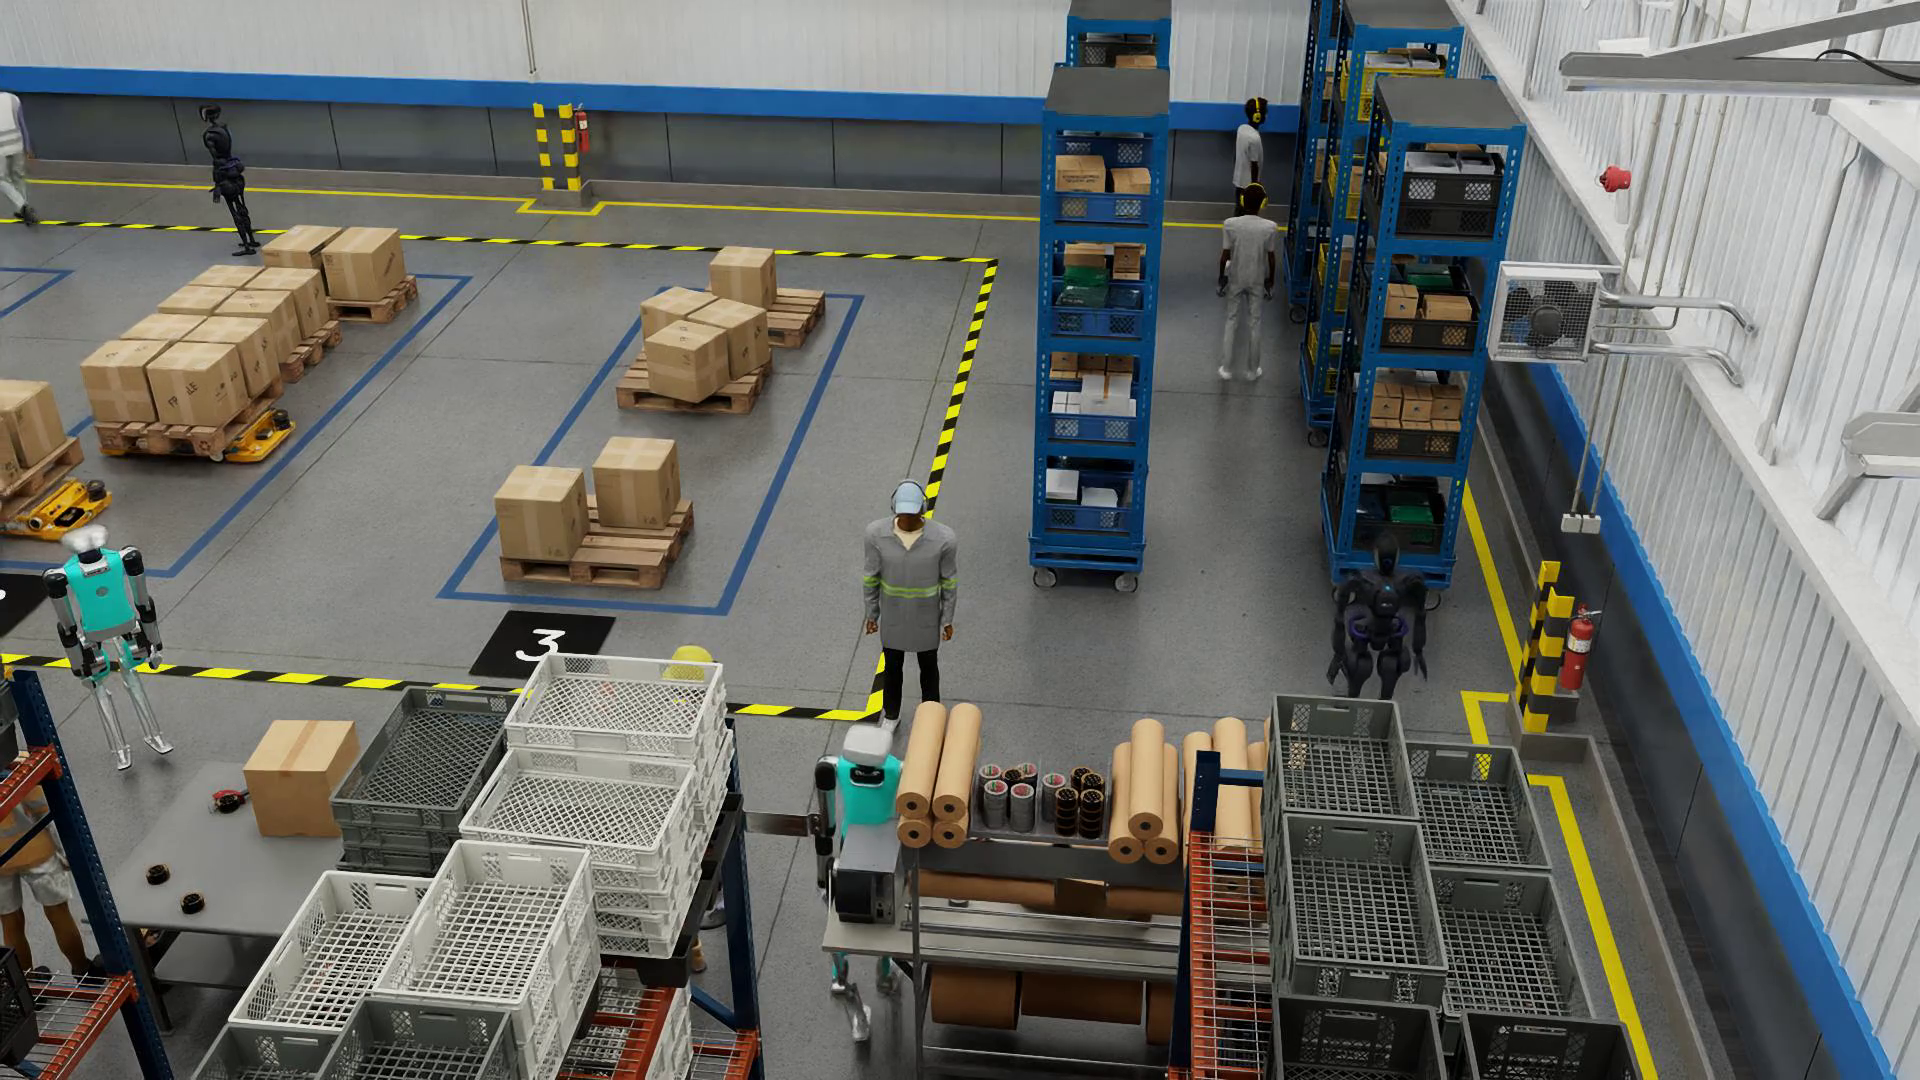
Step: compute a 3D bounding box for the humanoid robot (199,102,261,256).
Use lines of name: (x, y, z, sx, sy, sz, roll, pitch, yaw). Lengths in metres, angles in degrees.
humanoid robot: (-7.919, -3.910, 17.972, 0.315, 1.659, 0.599, -2, 30, -4)

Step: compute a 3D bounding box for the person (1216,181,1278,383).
person: (2.592, -2.328, 15.082, 0.528, 1.868, 0.310, 5, 31, 9)

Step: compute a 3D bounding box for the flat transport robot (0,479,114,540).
flat transport robot: (-7.550, -0.282, 13.130, 1.431, 0.197, 0.652, 3, 30, 6)

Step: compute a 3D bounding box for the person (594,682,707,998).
person: (-1.550, 1.496, 8.349, 0.402, 2.035, 0.615, 7, 31, 11)

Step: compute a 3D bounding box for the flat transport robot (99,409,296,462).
flat transport robot: (-6.533, -0.933, 14.249, 1.431, 0.197, 0.652, 3, 30, 6)

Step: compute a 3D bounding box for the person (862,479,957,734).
person: (-0.313, 0.457, 10.315, 0.588, 1.852, 0.374, 3, 30, 4)

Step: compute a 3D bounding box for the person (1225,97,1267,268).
person: (3.029, -3.709, 17.451, 0.327, 1.873, 0.515, -6, 31, -11)

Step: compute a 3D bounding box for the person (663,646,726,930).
person: (-1.371, 1.313, 8.928, 0.313, 1.769, 0.523, -7, 31, -12)

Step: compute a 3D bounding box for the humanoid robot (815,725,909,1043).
humanoid robot: (-0.461, 1.777, 8.175, 0.543, 1.774, 0.911, 2, 30, 3)

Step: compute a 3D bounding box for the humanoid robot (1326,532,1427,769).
humanoid robot: (2.557, 0.637, 10.191, 0.608, 1.643, 0.492, 0, 30, 0)

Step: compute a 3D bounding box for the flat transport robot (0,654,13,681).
flat transport robot: (-7.142, 0.969, 11.010, 1.431, 0.231, 0.659, 3, 30, 6)

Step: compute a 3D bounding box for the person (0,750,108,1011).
person: (-4.750, 1.551, 8.351, 0.550, 1.936, 0.354, -8, 31, -13)

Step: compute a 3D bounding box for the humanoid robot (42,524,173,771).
humanoid robot: (-5.173, 0.577, 10.087, 0.533, 1.680, 0.735, -21, 36, -32)

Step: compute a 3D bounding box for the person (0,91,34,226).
person: (-10.738, -4.410, 18.711, 0.624, 1.818, 0.593, 20, 35, 30)
